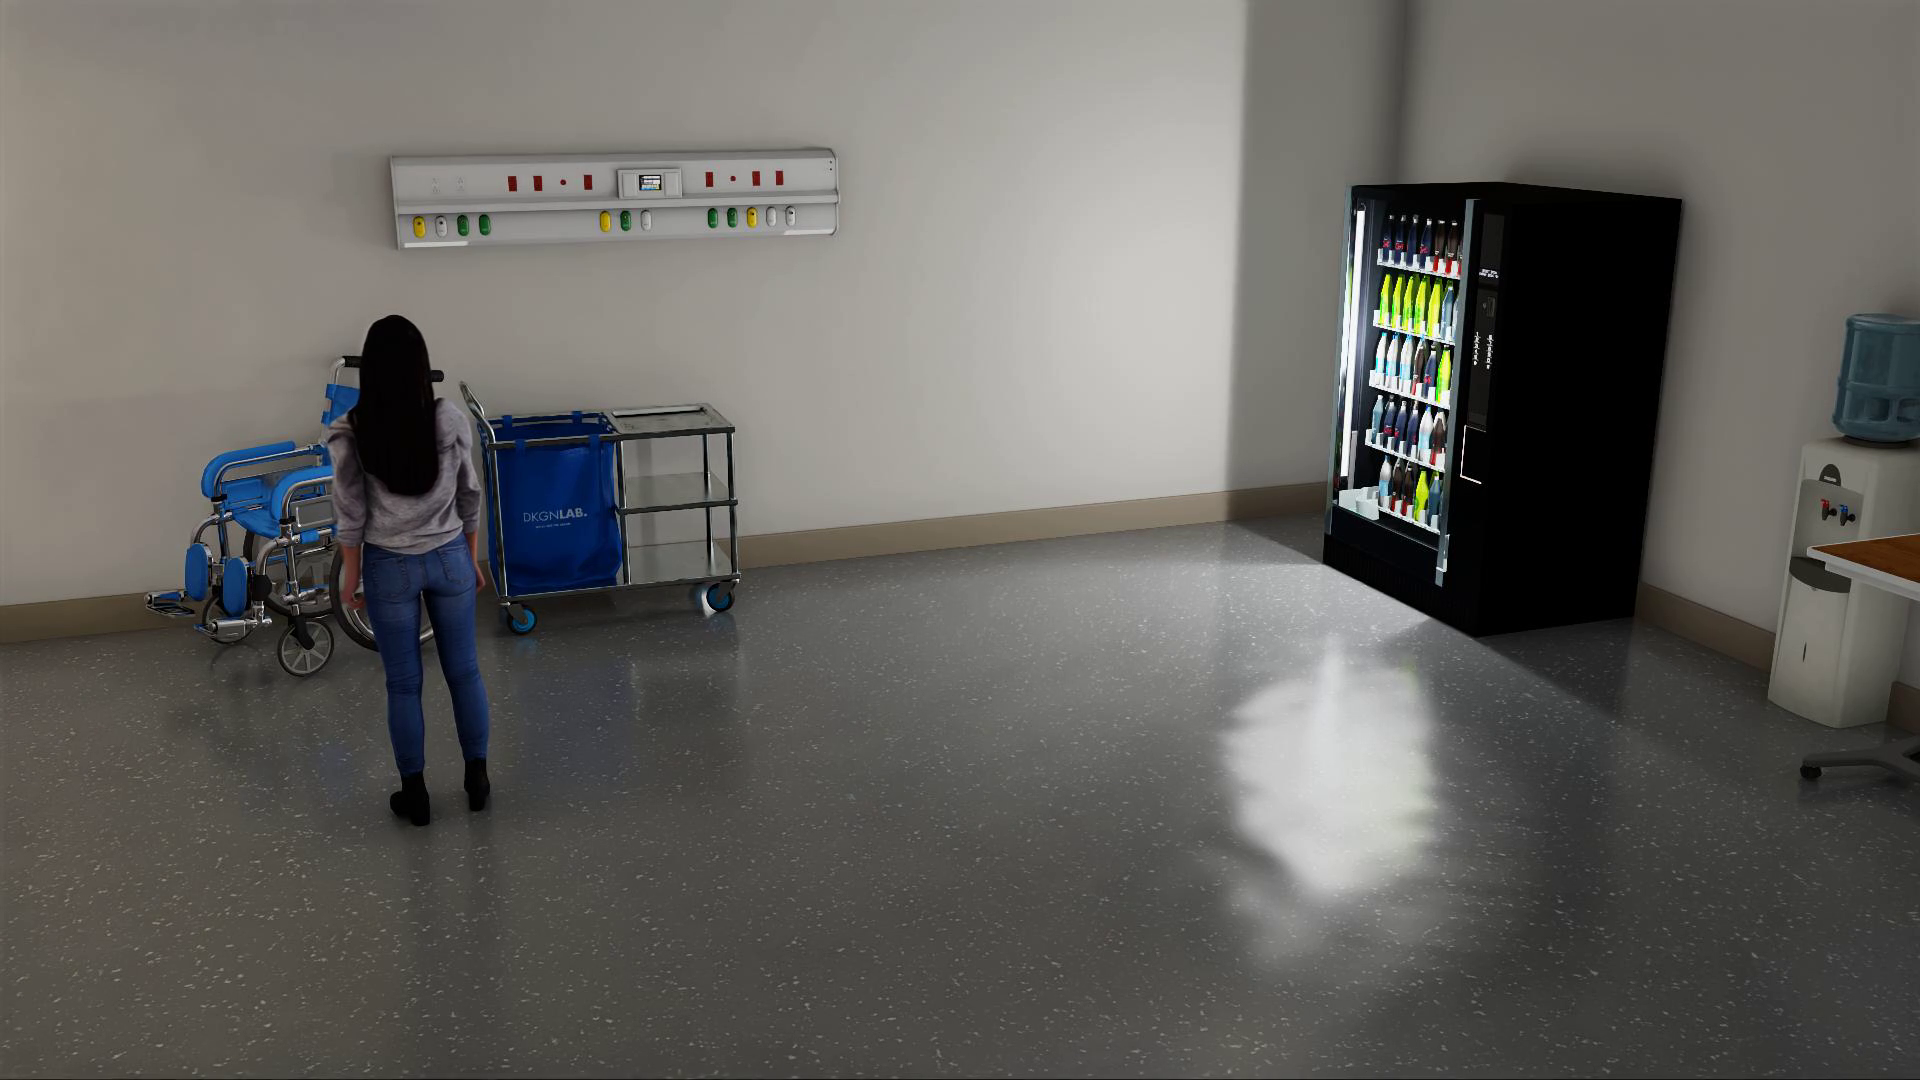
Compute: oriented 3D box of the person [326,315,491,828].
[{"bbox_3d":[-1.711,0.098,5.264,0.644,1.633,0.580,-10,18,-31],"label":"person"}]
